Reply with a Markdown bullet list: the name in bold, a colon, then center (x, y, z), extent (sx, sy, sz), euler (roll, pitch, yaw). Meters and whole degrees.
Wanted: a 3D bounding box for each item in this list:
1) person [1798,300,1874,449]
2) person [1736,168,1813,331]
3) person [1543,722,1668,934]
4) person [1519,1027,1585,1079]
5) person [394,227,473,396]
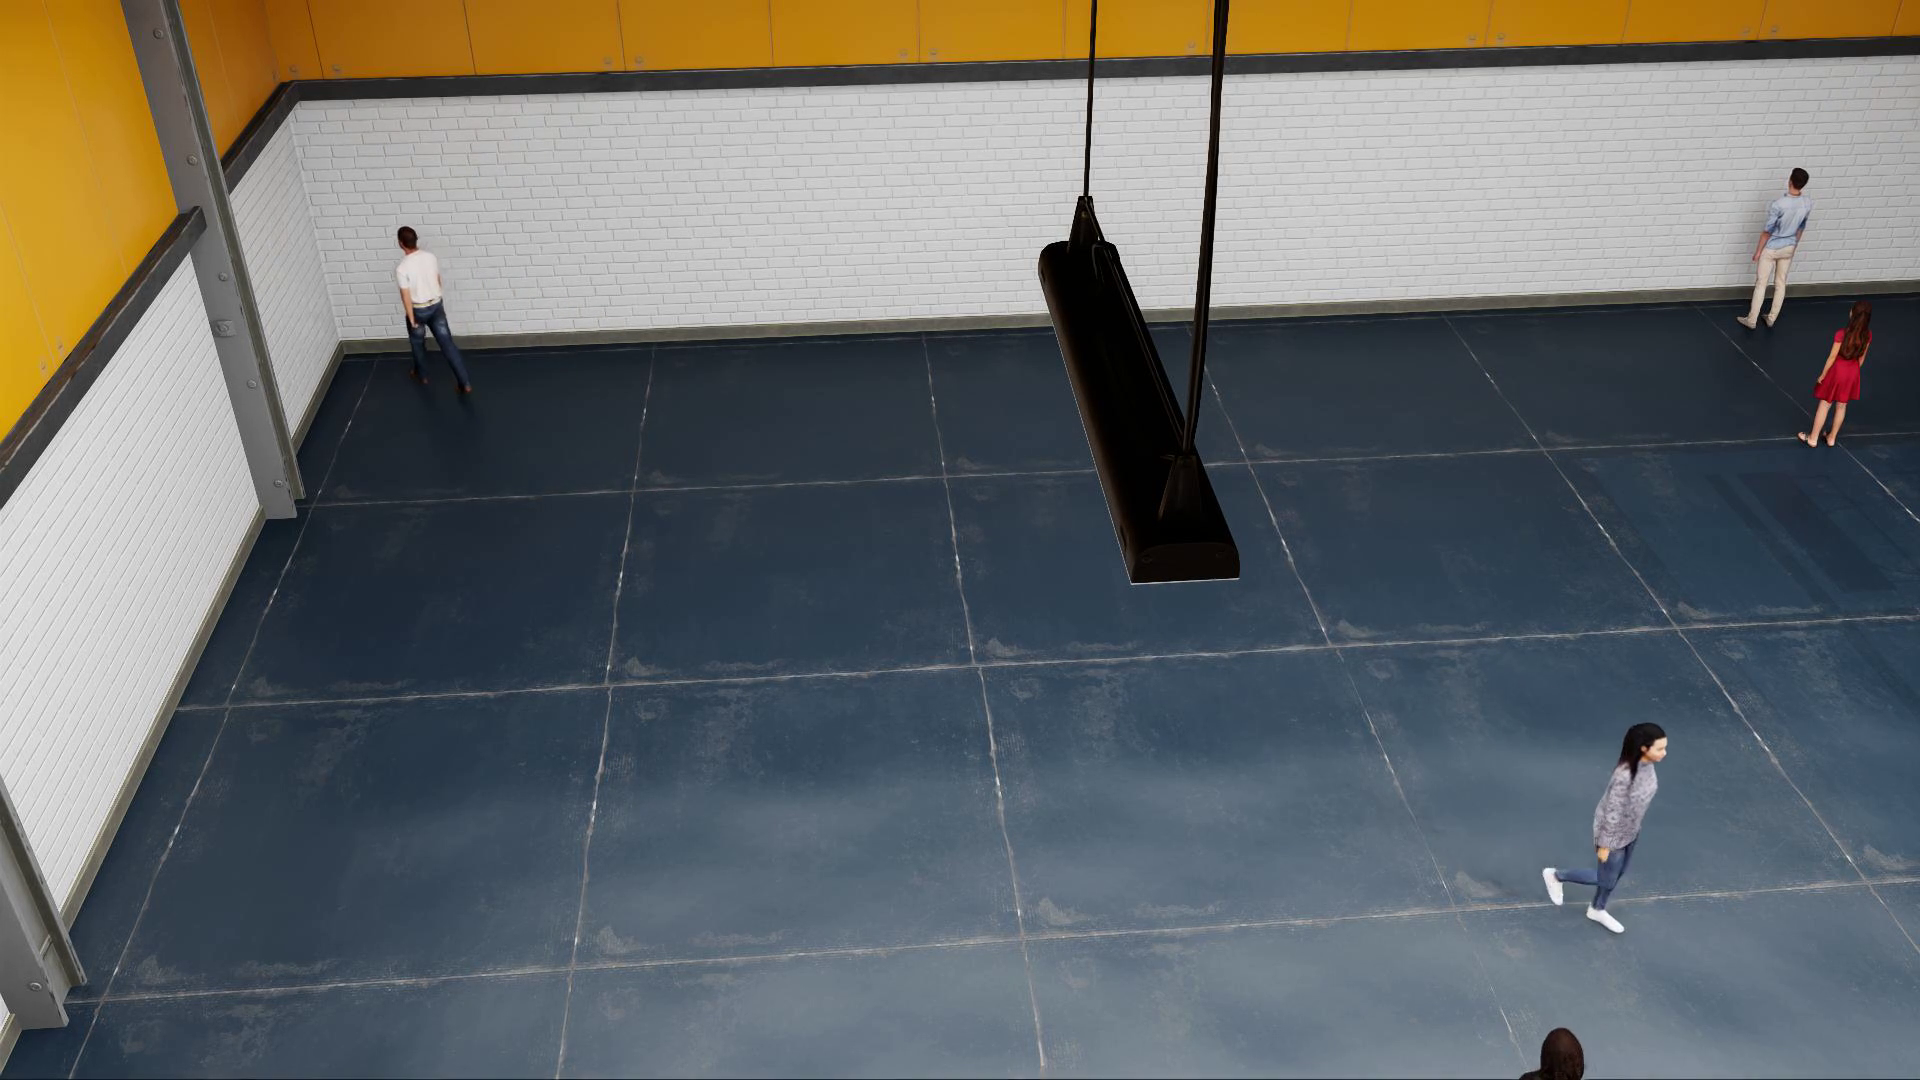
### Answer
- **person**: center (8.639, -1.632, 16.300), extent (0.539, 1.554, 0.597), euler (-2, 34, -2)
- **person**: center (9.076, -3.229, 18.439), extent (0.649, 1.847, 0.553), euler (-4, 34, -6)
- **person**: center (4.229, 1.850, 10.915), extent (0.866, 1.717, 0.943), euler (-28, 42, -35)
- **person**: center (3.073, 3.304, 8.821), extent (0.790, 1.613, 0.878), euler (21, 39, 28)
- **person**: center (-5.416, -2.315, 17.091), extent (1.182, 1.817, 1.313), euler (-29, 43, -36)
